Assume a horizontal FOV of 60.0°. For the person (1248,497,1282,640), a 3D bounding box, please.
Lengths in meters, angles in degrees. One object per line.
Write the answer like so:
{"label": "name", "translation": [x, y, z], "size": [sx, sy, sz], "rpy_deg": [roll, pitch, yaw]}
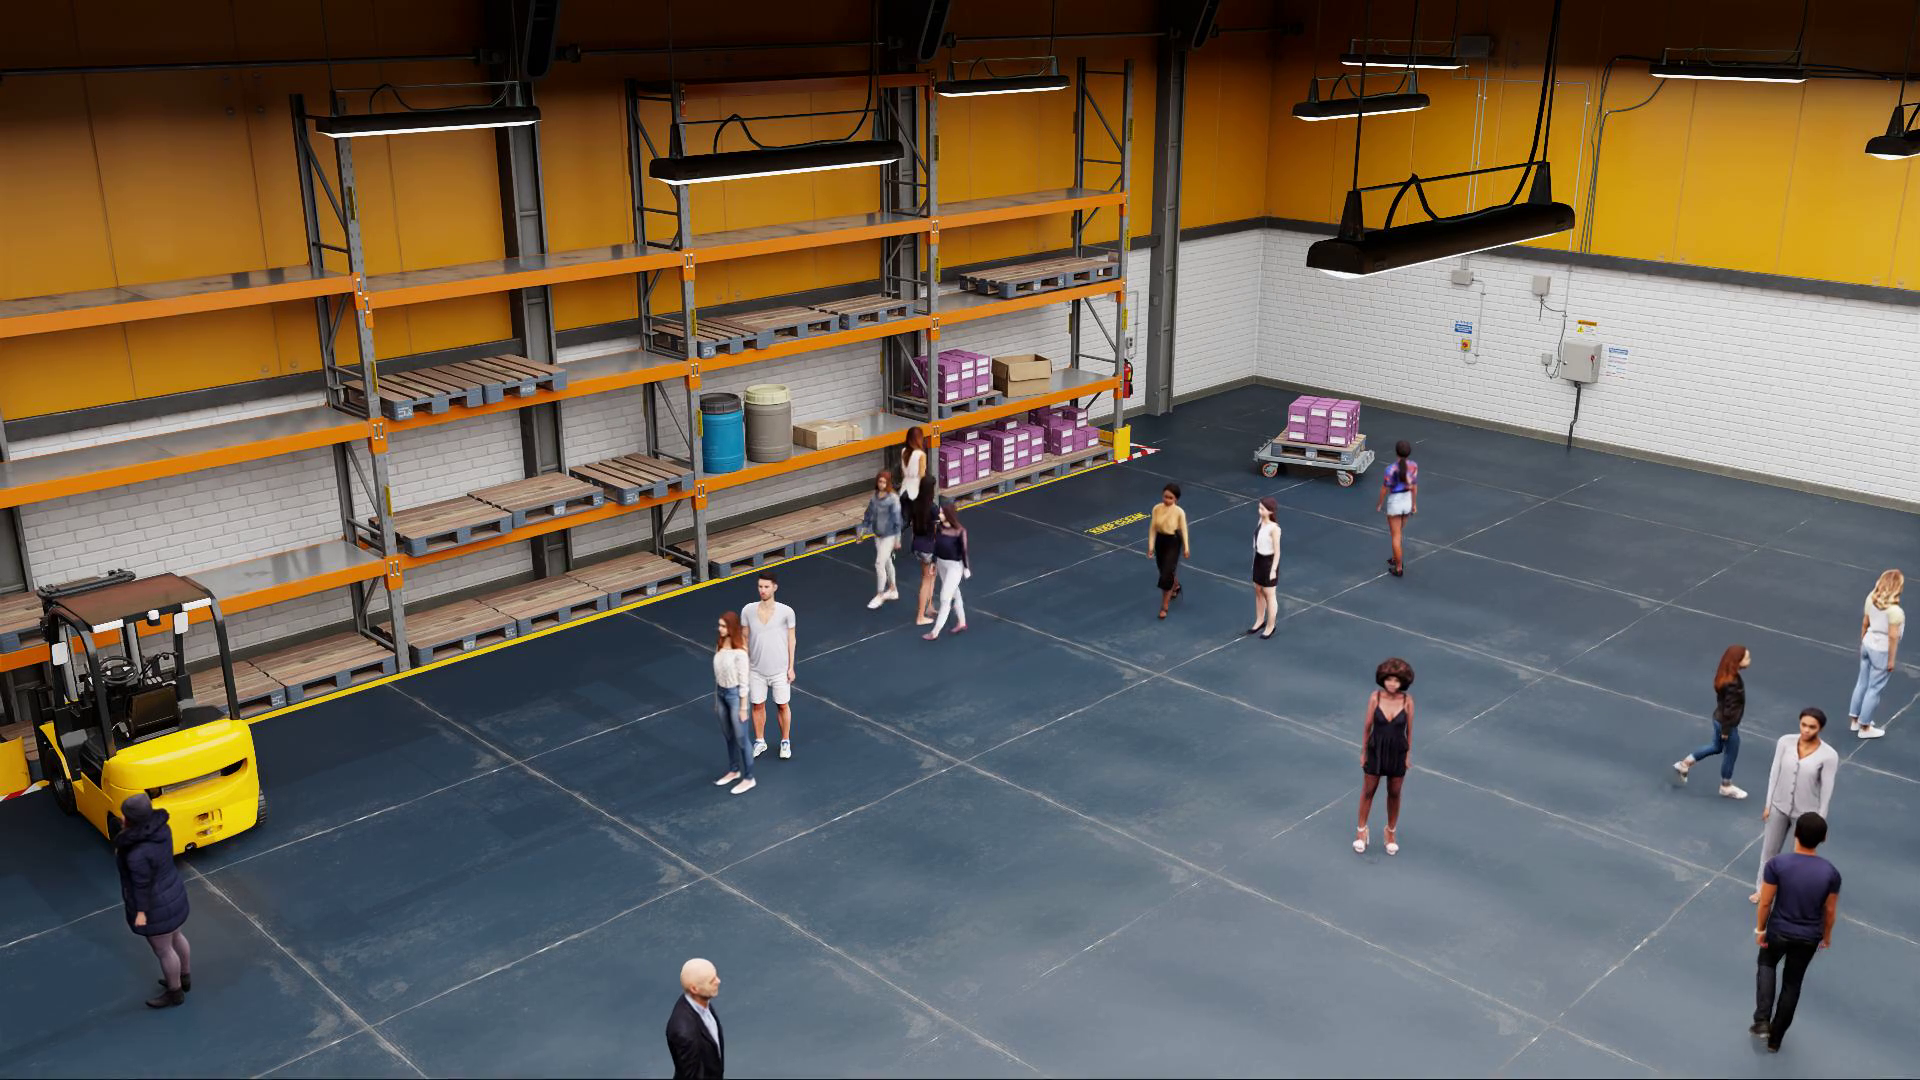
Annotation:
{"label": "person", "translation": [3.441, 0.307, 18.699], "size": [0.618, 1.648, 0.625], "rpy_deg": [-8, 20, -23]}

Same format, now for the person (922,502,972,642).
{"label": "person", "translation": [-0.065, 0.329, 18.740], "size": [0.962, 1.580, 0.635], "rpy_deg": [-15, 24, -38]}

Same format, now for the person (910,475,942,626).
{"label": "person", "translation": [-0.456, 0.145, 19.024], "size": [0.641, 1.748, 0.616], "rpy_deg": [-16, 24, -39]}

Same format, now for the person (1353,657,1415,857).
{"label": "person", "translation": [3.590, 1.814, 14.004], "size": [0.662, 1.788, 0.696], "rpy_deg": [4, 19, 11]}

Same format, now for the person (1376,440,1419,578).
{"label": "person", "translation": [5.482, -0.369, 20.583], "size": [0.811, 1.727, 0.850], "rpy_deg": [-5, 19, -15]}

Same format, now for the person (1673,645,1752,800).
{"label": "person", "translation": [6.867, 1.624, 15.070], "size": [0.886, 1.468, 0.895], "rpy_deg": [4, 19, 13]}

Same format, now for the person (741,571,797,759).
{"label": "person", "translation": [-1.811, 1.172, 15.804], "size": [0.762, 1.856, 0.802], "rpy_deg": [1, 19, 4]}

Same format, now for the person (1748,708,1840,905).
{"label": "person", "translation": [6.628, 2.121, 13.178], "size": [0.547, 1.734, 0.623], "rpy_deg": [-17, 25, -40]}

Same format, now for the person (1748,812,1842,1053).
{"label": "person", "translation": [5.681, 2.717, 11.334], "size": [0.745, 1.781, 0.755], "rpy_deg": [8, 20, 22]}

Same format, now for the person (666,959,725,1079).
{"label": "person", "translation": [-1.607, 3.262, 9.722], "size": [1.129, 1.776, 1.144], "rpy_deg": [2, 19, 7]}

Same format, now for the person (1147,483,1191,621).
{"label": "person", "translation": [2.451, 0.105, 19.355], "size": [0.684, 1.612, 0.975], "rpy_deg": [15, 24, 38]}

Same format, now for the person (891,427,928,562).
{"label": "person", "translation": [-0.666, -0.547, 21.048], "size": [0.670, 1.766, 0.994], "rpy_deg": [14, 23, 36]}

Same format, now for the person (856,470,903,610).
{"label": "person", "translation": [-0.813, -0.041, 19.687], "size": [0.822, 1.677, 0.732], "rpy_deg": [-12, 22, -31]}

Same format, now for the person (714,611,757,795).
{"label": "person", "translation": [-2.055, 1.454, 15.166], "size": [0.492, 1.728, 0.573], "rpy_deg": [-16, 25, -40]}

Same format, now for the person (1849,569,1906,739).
{"label": "person", "translation": [8.941, 1.105, 16.210], "size": [0.760, 1.725, 0.727], "rpy_deg": [-3, 19, -9]}

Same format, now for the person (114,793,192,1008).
{"label": "person", "translation": [-5.768, 2.567, 11.947], "size": [0.842, 1.674, 0.791], "rpy_deg": [-1, 19, -3]}
